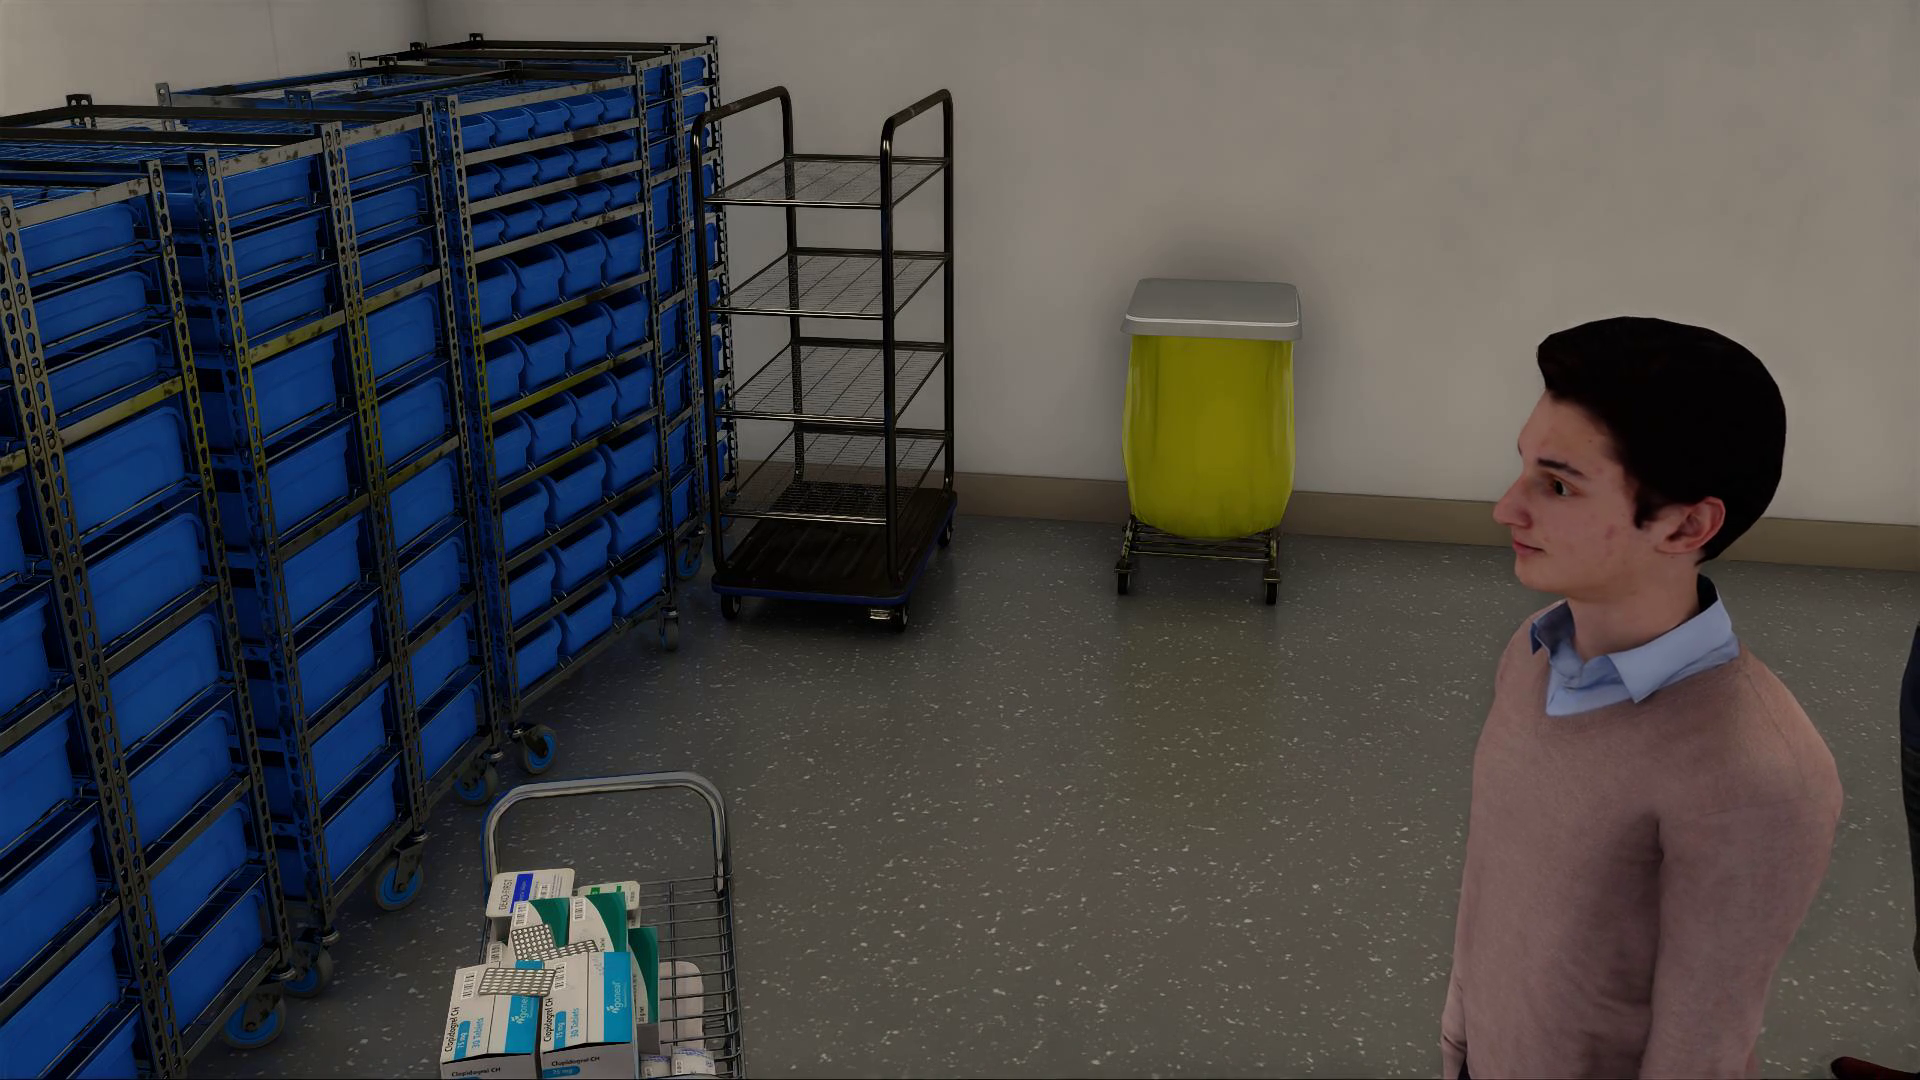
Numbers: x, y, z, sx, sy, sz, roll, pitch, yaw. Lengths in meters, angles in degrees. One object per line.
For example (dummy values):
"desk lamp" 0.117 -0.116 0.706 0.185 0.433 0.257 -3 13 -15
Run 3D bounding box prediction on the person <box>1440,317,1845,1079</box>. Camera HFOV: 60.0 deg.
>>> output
"person" 0.646 0.656 1.733 0.656 1.807 0.678 -3 21 -9
